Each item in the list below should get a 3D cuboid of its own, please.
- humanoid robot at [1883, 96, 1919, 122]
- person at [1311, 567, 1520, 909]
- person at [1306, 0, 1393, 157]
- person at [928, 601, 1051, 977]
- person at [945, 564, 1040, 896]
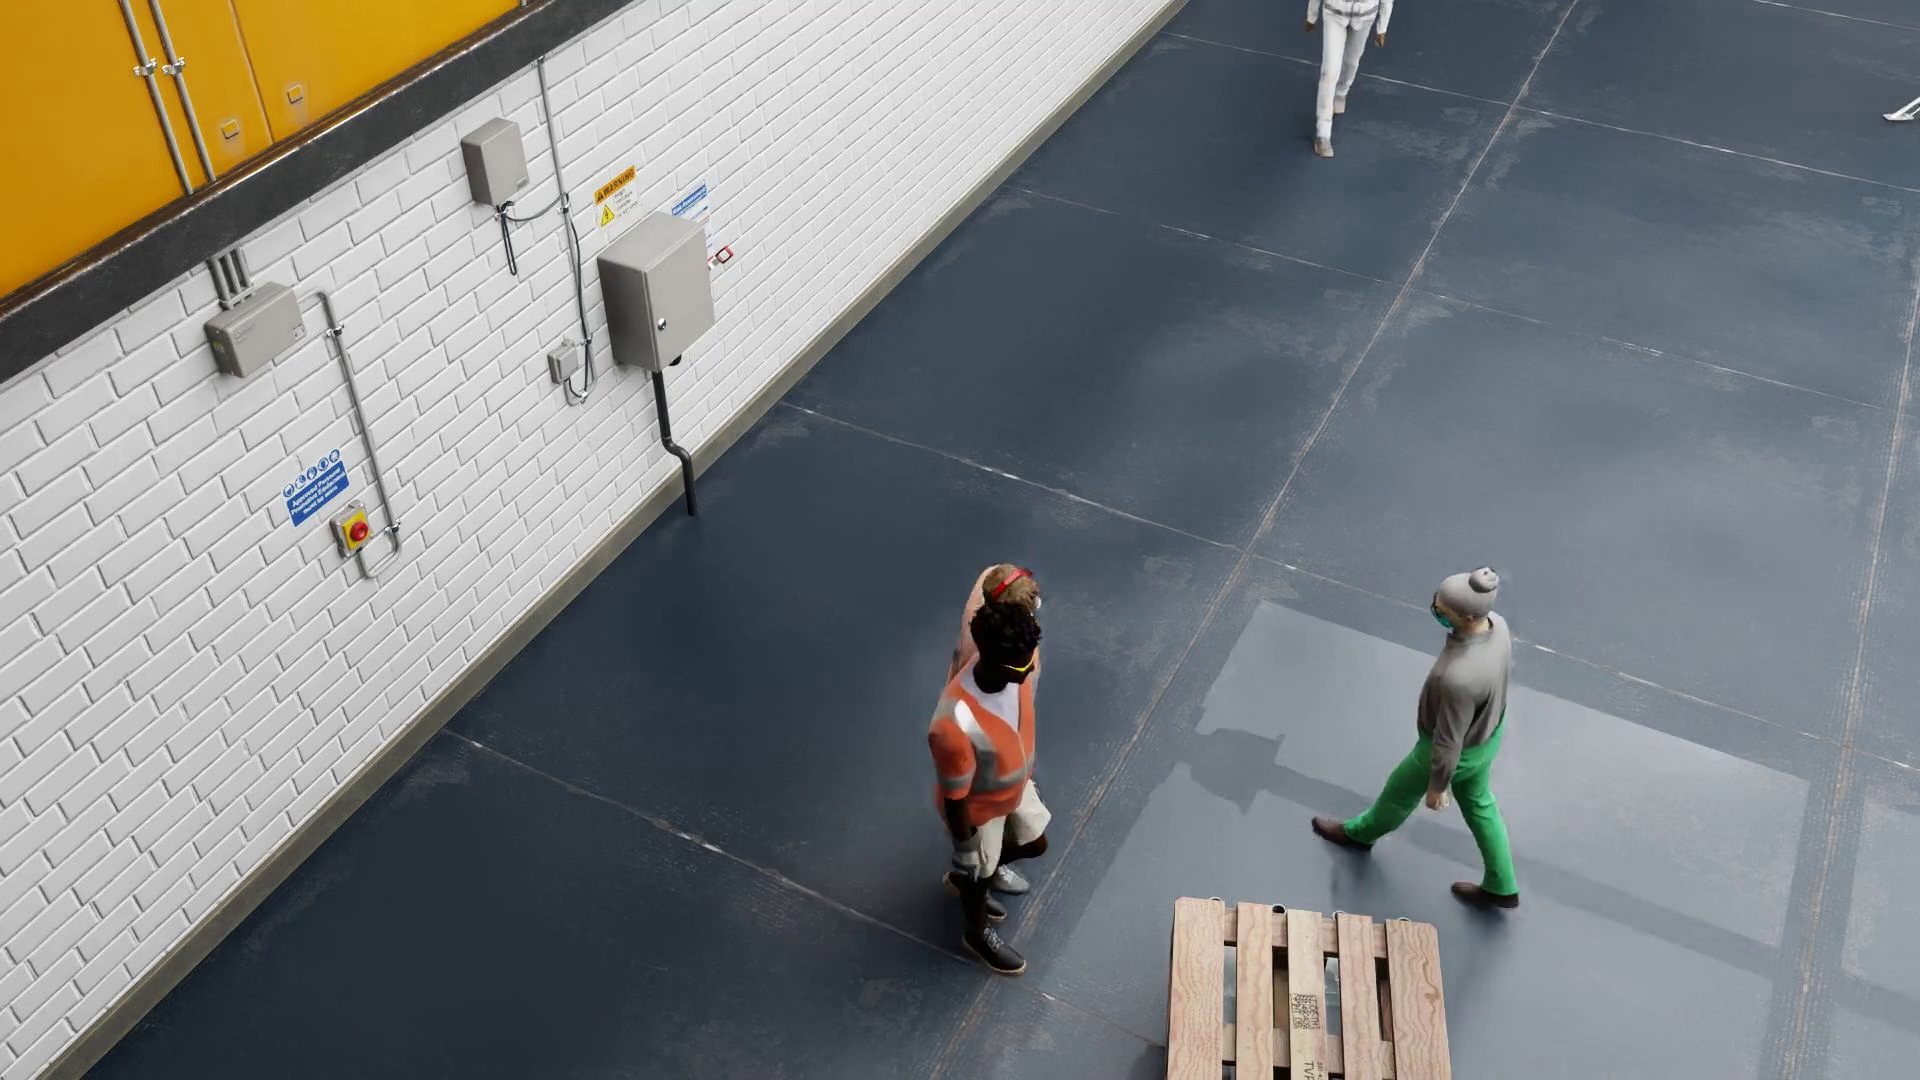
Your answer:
[{"bbox_3d":[7.543,-3.895,12.263,1.028,1.761,0.541,-11,42,-12],"label":"humanoid robot"},{"bbox_3d":[2.005,0.794,6.746,0.922,1.805,0.542,26,47,27],"label":"person"},{"bbox_3d":[2.817,-3.822,12.072,0.574,1.839,0.980,5,41,5],"label":"person"},{"bbox_3d":[0.115,0.968,6.425,0.406,1.949,0.615,25,47,26],"label":"person"},{"bbox_3d":[0.134,0.734,6.821,0.382,1.824,0.605,-3,41,-4],"label":"person"}]
